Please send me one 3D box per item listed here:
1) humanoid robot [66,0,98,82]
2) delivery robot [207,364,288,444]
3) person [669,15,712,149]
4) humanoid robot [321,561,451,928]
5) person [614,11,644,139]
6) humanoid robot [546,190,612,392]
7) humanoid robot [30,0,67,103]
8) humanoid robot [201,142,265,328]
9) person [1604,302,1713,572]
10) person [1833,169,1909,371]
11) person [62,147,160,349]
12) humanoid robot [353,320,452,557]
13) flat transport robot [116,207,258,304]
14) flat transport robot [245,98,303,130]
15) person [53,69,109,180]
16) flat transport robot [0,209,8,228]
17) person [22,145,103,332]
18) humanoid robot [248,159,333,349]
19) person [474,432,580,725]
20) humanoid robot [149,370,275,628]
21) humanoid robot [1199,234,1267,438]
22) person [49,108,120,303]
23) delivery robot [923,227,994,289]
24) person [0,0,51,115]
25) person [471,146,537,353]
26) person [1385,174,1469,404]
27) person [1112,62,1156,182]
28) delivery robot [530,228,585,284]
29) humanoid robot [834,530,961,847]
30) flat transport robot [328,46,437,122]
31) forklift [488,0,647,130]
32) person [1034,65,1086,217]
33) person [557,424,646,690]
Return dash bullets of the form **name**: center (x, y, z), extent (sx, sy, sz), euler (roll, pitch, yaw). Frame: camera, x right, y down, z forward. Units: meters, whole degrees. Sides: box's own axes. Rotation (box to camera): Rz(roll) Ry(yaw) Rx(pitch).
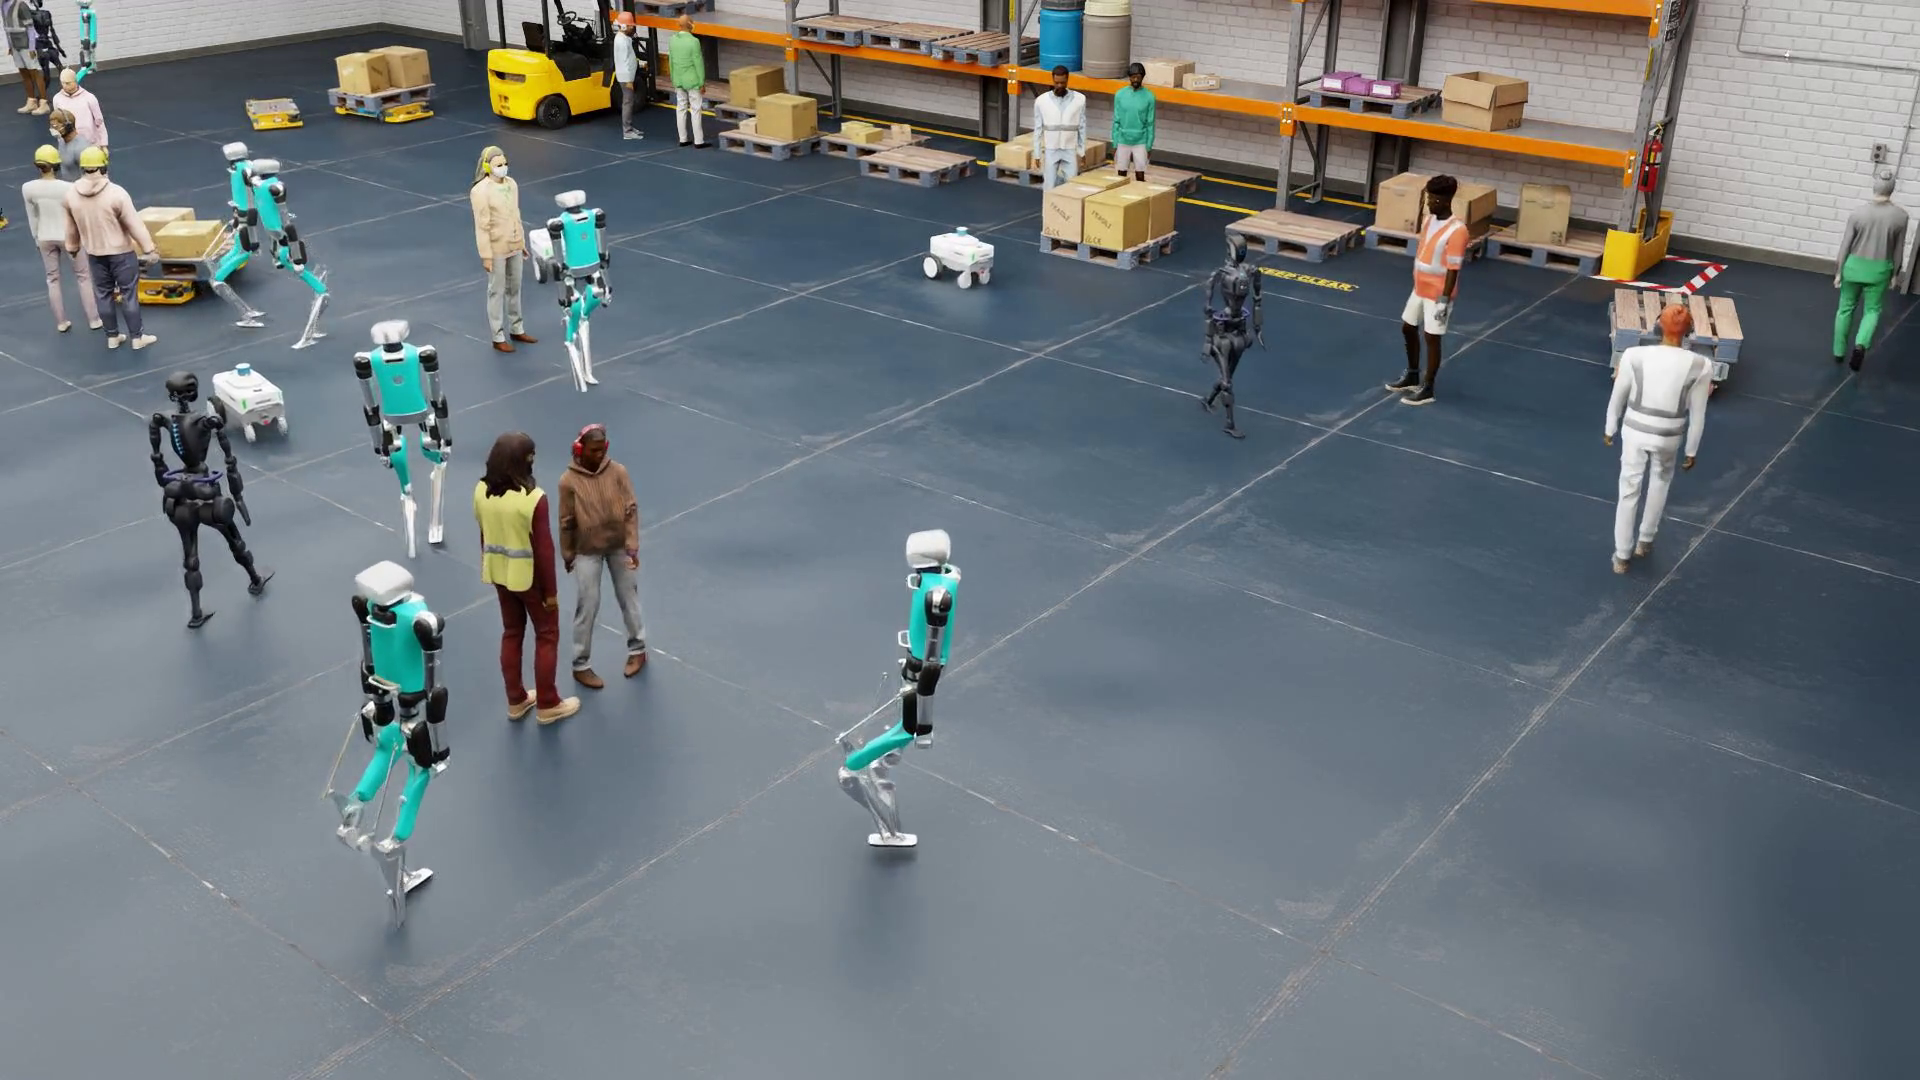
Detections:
- **humanoid robot**: center (-12.982, -7.024, 24.434), extent (0.827, 1.780, 0.609), euler (-8, 27, -15)
- **delivery robot**: center (-5.829, -1.148, 13.630), extent (0.499, 0.603, 0.807), euler (-21, 33, -36)
- **person**: center (-3.725, -6.287, 22.851), extent (0.553, 1.781, 0.384), euler (14, 29, 26)
- **humanoid robot**: center (-2.732, 1.061, 7.820), extent (0.546, 1.904, 0.720), euler (15, 30, 29)
- **person**: center (-4.667, -6.543, 23.428), extent (0.352, 1.742, 0.572), euler (-5, 26, -11)
- **humanoid robot**: center (-3.332, -2.134, 14.352), extent (0.555, 1.839, 0.699), euler (-22, 33, -37)
- **humanoid robot**: center (-14.114, -7.596, 25.701), extent (0.610, 1.638, 0.614), euler (4, 26, 8)
- **humanoid robot**: center (-6.906, -2.848, 15.691), extent (0.732, 1.726, 0.530), euler (-17, 30, -31)
- **person**: center (4.671, -0.726, 11.236), extent (0.602, 1.863, 0.673), euler (10, 27, 19)
- **person**: center (8.033, -2.387, 14.727), extent (0.524, 1.822, 0.660), euler (14, 29, 26)
- **person**: center (-7.800, -2.654, 15.246), extent (0.805, 1.857, 0.436), euler (0, 26, 1)
- **humanoid robot**: center (-3.746, -0.712, 11.402), extent (0.543, 1.797, 0.808), euler (-6, 26, -12)
- **flat transport robot**: center (-8.058, -2.742, 17.248), extent (0.659, 0.231, 1.431), euler (2, 26, 4)
- **flat transport robot**: center (-10.182, -6.321, 24.660), extent (0.659, 0.231, 1.431), euler (-12, 28, -23)
- **person**: center (-10.134, -4.552, 19.260), extent (0.524, 1.780, 0.407), euler (-5, 26, -11)
- **flat transport robot**: center (-11.767, -3.585, 18.996), extent (1.431, 0.231, 0.659), euler (-3, 26, -6)
- **person**: center (-8.509, -2.856, 15.775), extent (0.525, 1.750, 0.379), euler (-2, 26, -4)
- **humanoid robot**: center (-6.088, -2.678, 15.425), extent (0.531, 1.787, 0.682), euler (22, 34, 38)
- **person**: center (-2.483, 0.231, 9.377), extent (0.507, 1.761, 0.374), euler (11, 28, 22)
- **humanoid robot**: center (-4.844, -0.303, 10.619), extent (0.600, 1.626, 0.753), euler (3, 26, 6)
- **humanoid robot**: center (2.195, -1.698, 13.542), extent (0.587, 1.645, 0.781), euler (-13, 29, -24)
- **person**: center (-8.694, -3.331, 16.563), extent (0.362, 1.932, 0.627), euler (-22, 33, -38)
- **delivery robot**: center (-0.007, -2.968, 17.397), extent (0.522, 0.602, 0.773), euler (-22, 33, -38)
- **person**: center (-14.042, -7.393, 24.845), extent (0.607, 2.043, 0.393), euler (14, 29, 26)
- **person**: center (-4.211, -2.678, 15.271), extent (0.390, 1.875, 0.566), euler (13, 29, 25)
- **person**: center (3.947, -2.094, 13.976), extent (0.421, 1.957, 0.606), euler (-7, 27, -14)
- **person**: center (2.008, -4.602, 19.295), extent (0.496, 1.843, 0.404), euler (5, 26, 10)
- **delivery robot**: center (-4.287, -3.050, 17.544), extent (0.499, 0.583, 0.777), euler (-12, 28, -24)
- **humanoid robot**: center (-0.366, 0.849, 8.235), extent (0.742, 1.892, 0.541), euler (-1, 26, -3)
- **flat transport robot**: center (-8.654, -6.487, 25.005), extent (1.431, 0.231, 0.659), euler (16, 30, 30)
- **forklift**: center (-5.874, -7.334, 24.552), extent (1.214, 2.155, 2.313), euler (19, 32, 34)
- **person**: center (1.124, -4.404, 18.814), extent (0.596, 1.906, 0.402), euler (-2, 26, -5)
- **person**: center (-2.129, 0.072, 9.842), extent (0.476, 1.635, 0.391), euler (-13, 29, -25)
